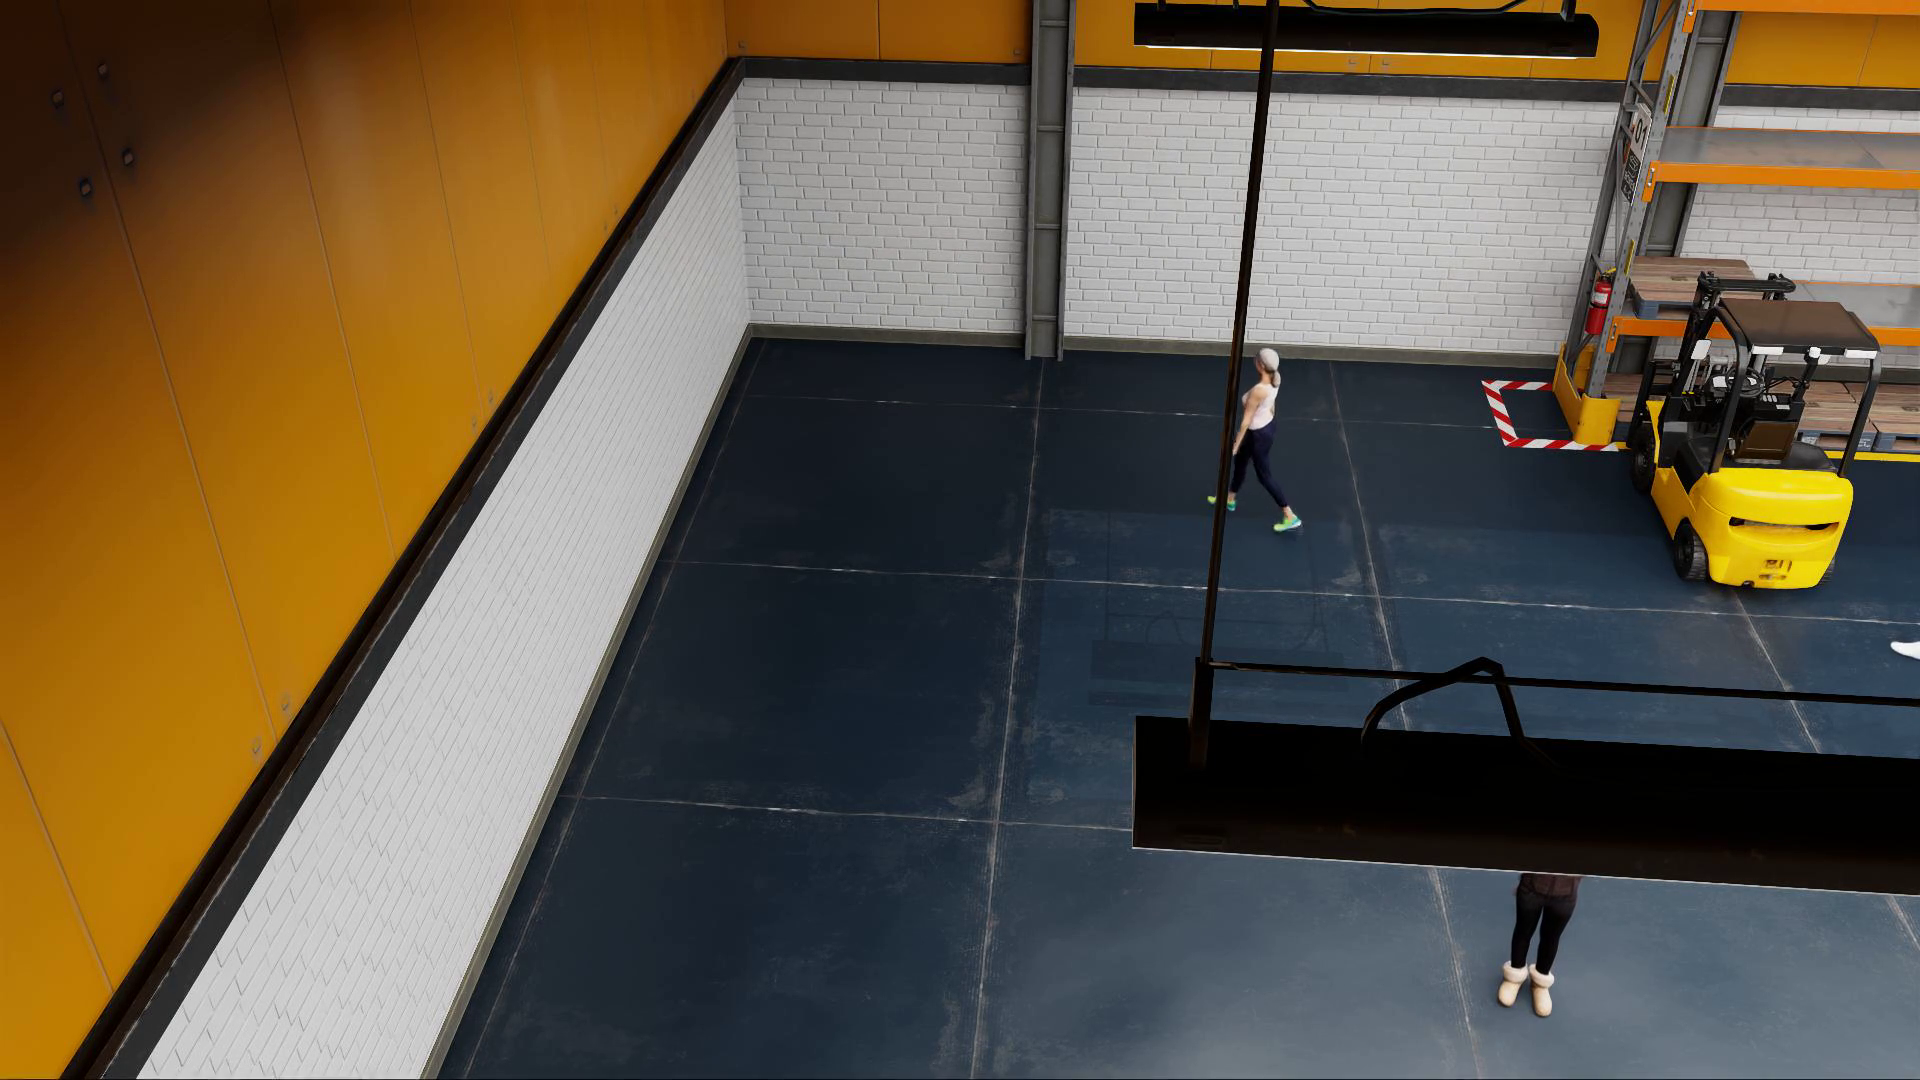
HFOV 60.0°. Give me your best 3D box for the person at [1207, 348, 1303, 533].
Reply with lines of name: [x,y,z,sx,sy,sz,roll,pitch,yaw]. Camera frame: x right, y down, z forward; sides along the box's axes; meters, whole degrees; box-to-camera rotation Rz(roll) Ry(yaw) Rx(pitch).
person: [2.664,-0.836,14.422,1.232,1.669,0.935,18,37,24]

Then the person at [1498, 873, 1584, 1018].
person: [3.542,2.094,10.019,0.627,1.663,0.683,-10,35,-15]
